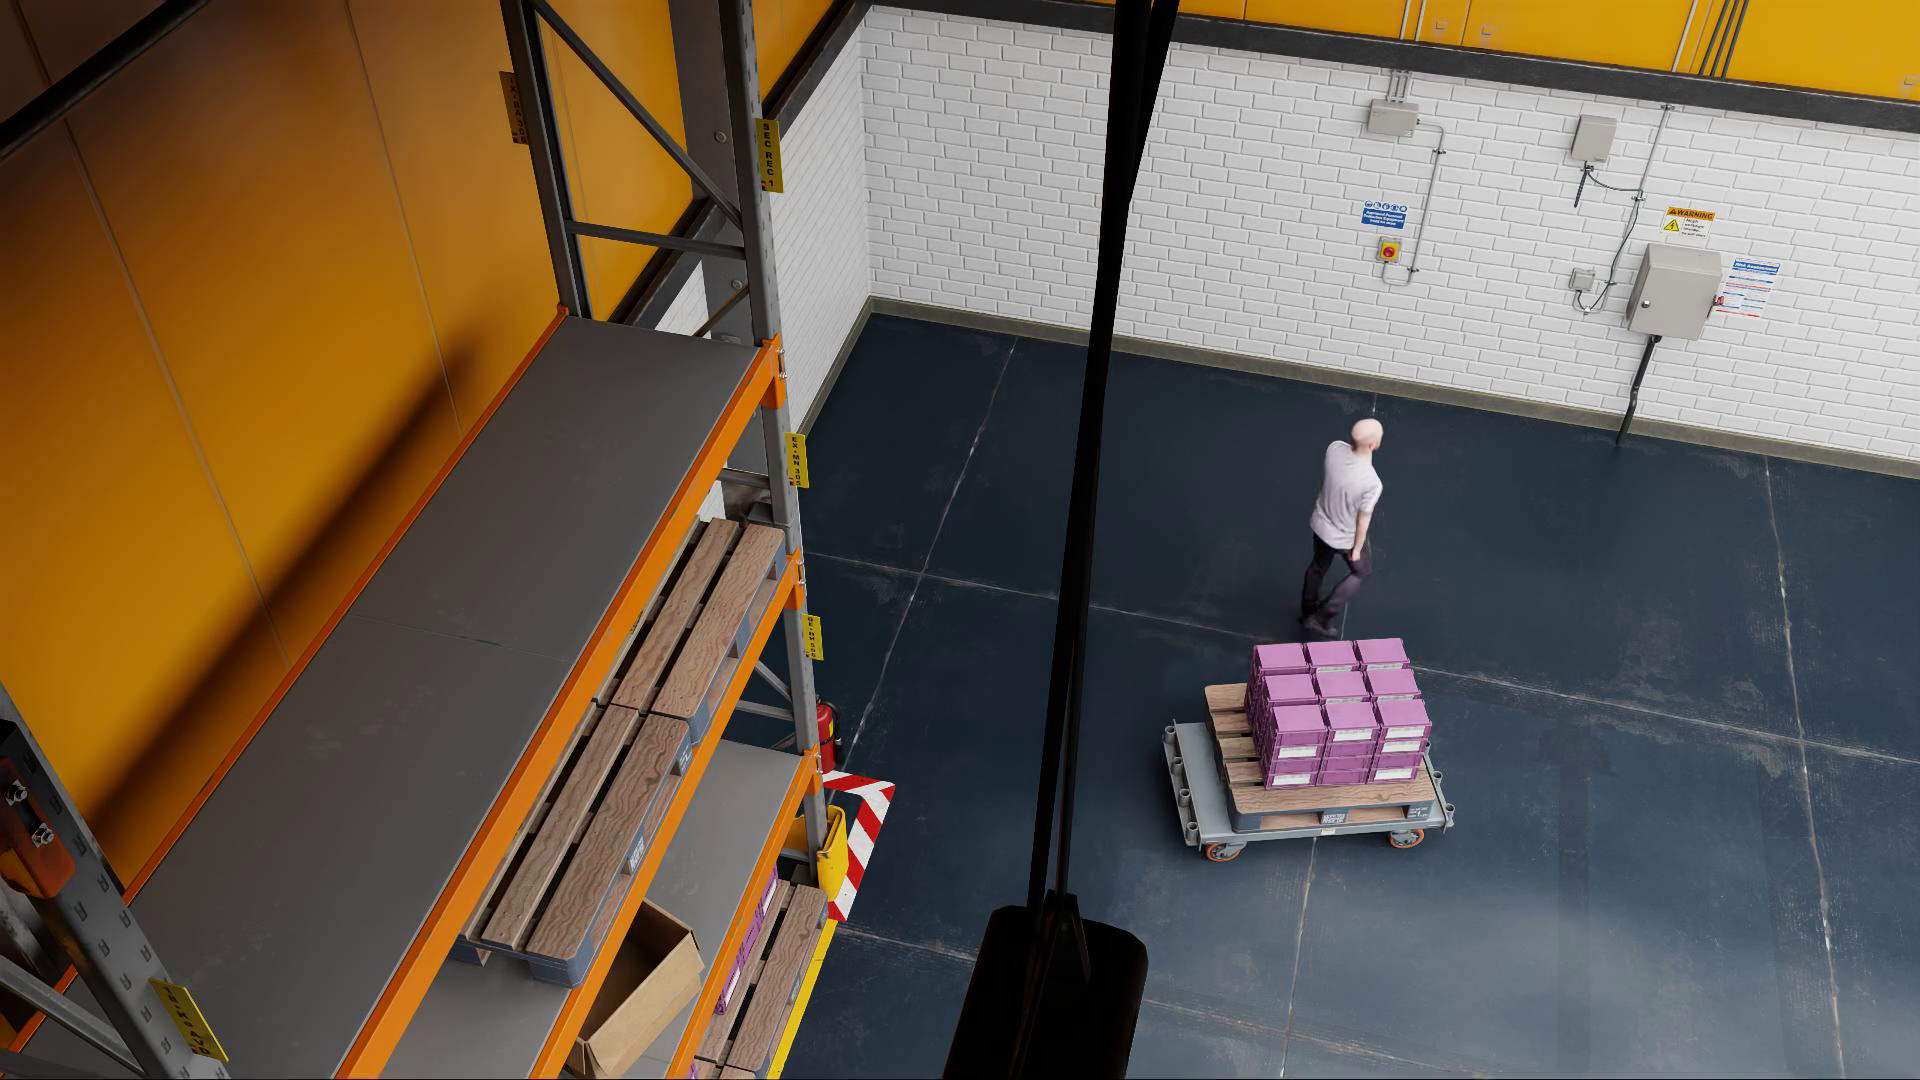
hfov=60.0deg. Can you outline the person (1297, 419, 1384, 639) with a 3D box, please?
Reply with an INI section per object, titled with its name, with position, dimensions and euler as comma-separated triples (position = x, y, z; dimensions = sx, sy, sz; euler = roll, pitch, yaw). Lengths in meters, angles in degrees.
[person]
position = 2.437, -0.051, 11.012
dimensions = 0.892, 1.821, 0.831
euler = -21, 48, -21
